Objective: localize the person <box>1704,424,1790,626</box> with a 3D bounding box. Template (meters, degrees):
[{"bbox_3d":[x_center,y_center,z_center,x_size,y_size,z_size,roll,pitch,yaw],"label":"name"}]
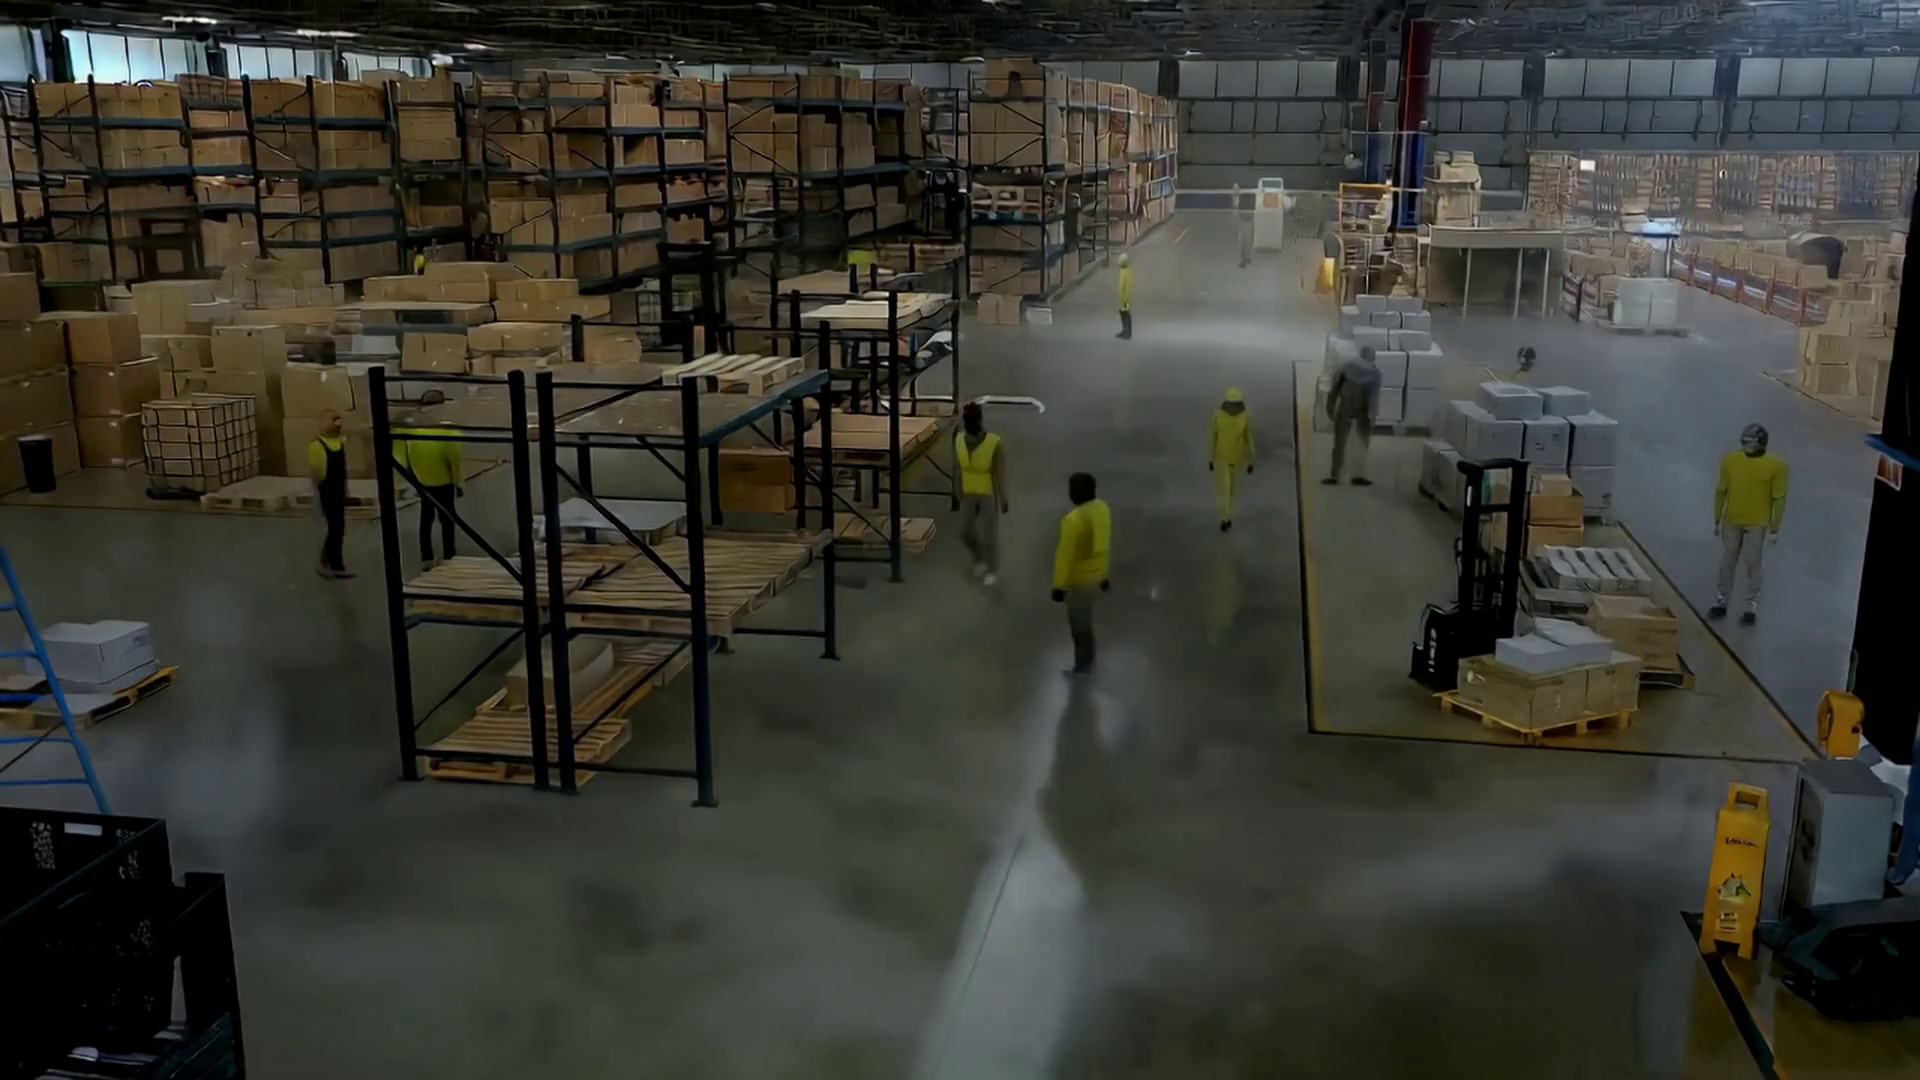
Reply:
[{"bbox_3d":[7.456,-0.151,15.761,0.376,1.936,0.627,-13,19,-43],"label":"person"}]

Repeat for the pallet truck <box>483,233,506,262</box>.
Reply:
[{"bbox_3d":[-11.832,-7.026,43.548,1.885,1.965,0.823,8,16,28],"label":"pallet truck"}]

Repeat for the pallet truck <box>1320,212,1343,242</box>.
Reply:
[{"bbox_3d":[15.874,-13.227,70.310,0.680,1.201,1.601,10,17,35],"label":"pallet truck"}]

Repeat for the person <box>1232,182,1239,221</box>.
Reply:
[{"bbox_3d":[14.297,-17.579,86.431,0.415,1.985,0.611,1,14,6],"label":"person"}]

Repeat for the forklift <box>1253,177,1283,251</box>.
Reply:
[{"bbox_3d":[12.083,-12.747,64.956,1.129,2.768,1.873,3,14,10],"label":"forklift"}]

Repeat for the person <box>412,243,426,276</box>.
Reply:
[{"bbox_3d":[-13.574,-6.538,41.844,0.329,1.865,0.518,-3,14,-11],"label":"person"}]

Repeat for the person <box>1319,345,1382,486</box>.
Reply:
[{"bbox_3d":[5.115,-1.617,21.821,0.766,1.901,0.372,0,14,-1],"label":"person"}]

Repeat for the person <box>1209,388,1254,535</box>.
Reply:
[{"bbox_3d":[3.171,-0.929,19.398,0.506,1.687,0.891,1,14,3],"label":"person"}]

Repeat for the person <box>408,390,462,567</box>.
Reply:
[{"bbox_3d":[-5.607,-0.656,17.859,0.585,1.918,0.409,4,14,14],"label":"person"}]

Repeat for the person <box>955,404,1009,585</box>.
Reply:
[{"bbox_3d":[0.225,-0.466,17.120,0.727,1.891,0.479,10,17,36],"label":"person"}]

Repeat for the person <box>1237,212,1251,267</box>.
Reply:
[{"bbox_3d":[9.761,-10.333,57.183,0.448,1.891,0.656,6,15,23],"label":"person"}]

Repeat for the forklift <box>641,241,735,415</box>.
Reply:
[{"bbox_3d":[-4.524,-3.554,27.631,1.129,2.768,1.873,3,14,10],"label":"forklift"}]

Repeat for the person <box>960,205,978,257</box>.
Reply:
[{"bbox_3d":[0.310,-11.430,61.624,0.889,1.914,0.639,11,18,38],"label":"person"}]

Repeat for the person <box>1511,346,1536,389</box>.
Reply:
[{"bbox_3d":[7.407,-1.663,22.072,0.702,1.856,0.523,11,18,38],"label":"person"}]

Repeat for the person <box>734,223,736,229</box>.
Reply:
[{"bbox_3d":[-9.049,-12.179,64.758,0.613,1.903,0.872,-12,18,-41],"label":"person"}]

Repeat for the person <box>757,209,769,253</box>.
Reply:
[{"bbox_3d":[-7.623,-11.918,64.066,0.559,1.663,0.726,-11,18,-38],"label":"person"}]

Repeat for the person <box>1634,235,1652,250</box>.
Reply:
[{"bbox_3d":[19.673,-7.956,47.995,0.538,1.663,0.798,3,14,13],"label":"person"}]

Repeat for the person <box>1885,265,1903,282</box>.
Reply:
[{"bbox_3d":[18.803,-4.550,33.520,0.539,1.983,0.634,11,18,38],"label":"person"}]

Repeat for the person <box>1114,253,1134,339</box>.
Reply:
[{"bbox_3d":[3.692,-5.495,37.454,0.373,1.934,0.552,-5,15,-18],"label":"person"}]

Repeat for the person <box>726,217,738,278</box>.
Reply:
[{"bbox_3d":[-7.283,-9.345,53.124,0.391,1.920,0.587,-5,15,-20],"label":"person"}]

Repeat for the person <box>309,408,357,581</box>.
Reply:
[{"bbox_3d":[-6.499,-0.466,17.260,0.392,1.829,0.526,3,14,11],"label":"person"}]

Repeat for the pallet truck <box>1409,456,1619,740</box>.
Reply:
[{"bbox_3d":[4.504,0.400,13.395,0.823,1.965,1.885,-6,15,-23],"label":"pallet truck"}]

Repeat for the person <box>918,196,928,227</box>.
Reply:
[{"bbox_3d":[-1.800,-16.056,80.556,0.591,1.829,0.404,5,15,19],"label":"person"}]

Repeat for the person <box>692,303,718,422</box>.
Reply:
[{"bbox_3d":[-4.077,-2.747,26.240,0.367,1.966,0.607,13,19,42],"label":"person"}]

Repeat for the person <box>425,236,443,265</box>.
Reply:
[{"bbox_3d":[-15.302,-8.030,48.376,0.539,1.623,0.377,2,14,8],"label":"person"}]

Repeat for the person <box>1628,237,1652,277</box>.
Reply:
[{"bbox_3d":[18.321,-7.236,44.798,0.622,1.798,0.791,3,14,10],"label":"person"}]

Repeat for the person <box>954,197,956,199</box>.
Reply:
[{"bbox_3d":[-0.070,-18.771,91.387,0.622,1.930,0.657,-6,15,-22],"label":"person"}]

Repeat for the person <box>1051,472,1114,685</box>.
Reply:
[{"bbox_3d":[1.023,0.328,14.053,0.453,1.829,0.628,9,17,33],"label":"person"}]

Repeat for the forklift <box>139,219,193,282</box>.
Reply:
[{"bbox_3d":[-16.418,-5.282,34.650,1.129,2.768,1.873,-3,14,-13],"label":"forklift"}]

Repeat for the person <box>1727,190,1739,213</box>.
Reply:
[{"bbox_3d":[38.603,-16.690,83.175,0.579,1.817,0.881,2,14,7],"label":"person"}]
